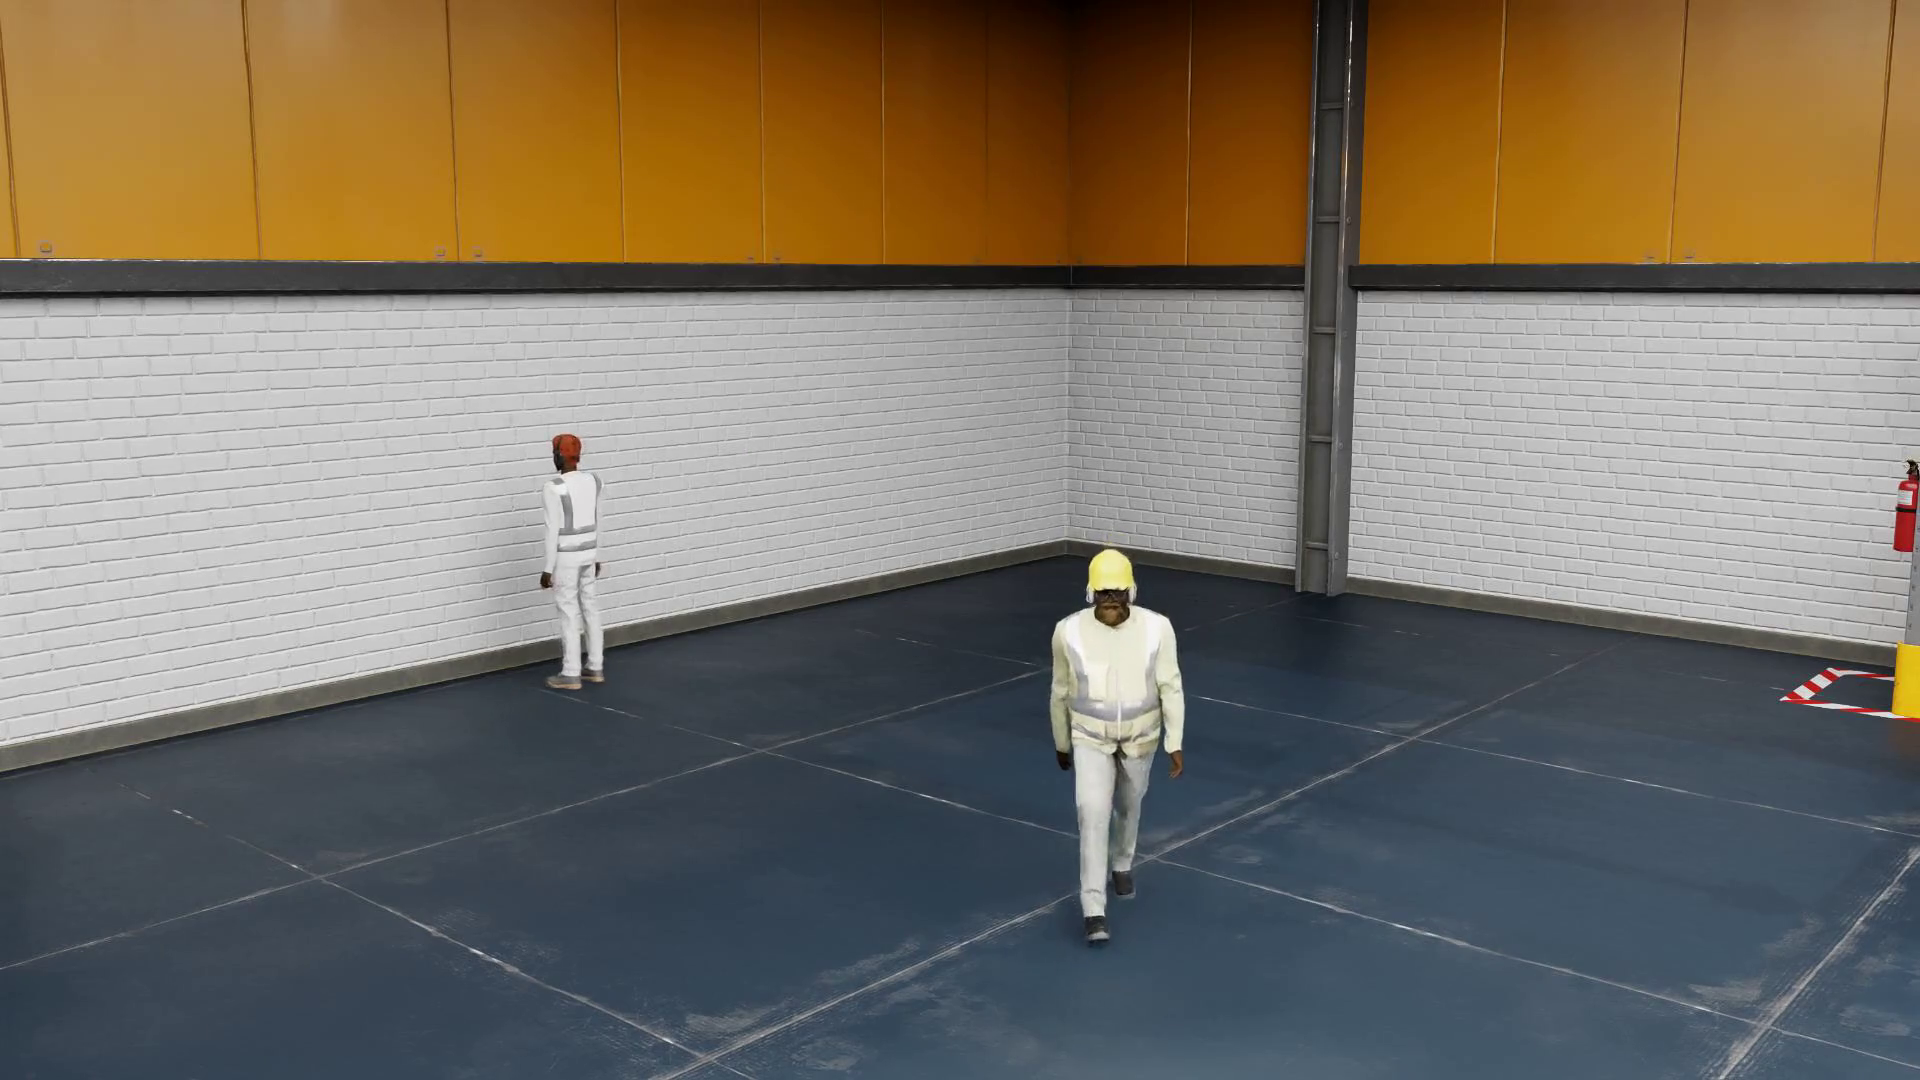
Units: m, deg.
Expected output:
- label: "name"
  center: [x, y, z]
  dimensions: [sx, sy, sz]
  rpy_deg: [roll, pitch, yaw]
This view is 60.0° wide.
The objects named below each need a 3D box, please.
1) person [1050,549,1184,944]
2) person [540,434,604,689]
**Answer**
- label: "person"
  center: [0.731, 0.917, 7.791]
  dimensions: [0.604, 1.783, 0.949]
  rpy_deg: [0, 9, -1]
- label: "person"
  center: [-2.847, 0.153, 12.245]
  dimensions: [0.339, 1.883, 0.582]
  rpy_deg: [6, 11, 32]
